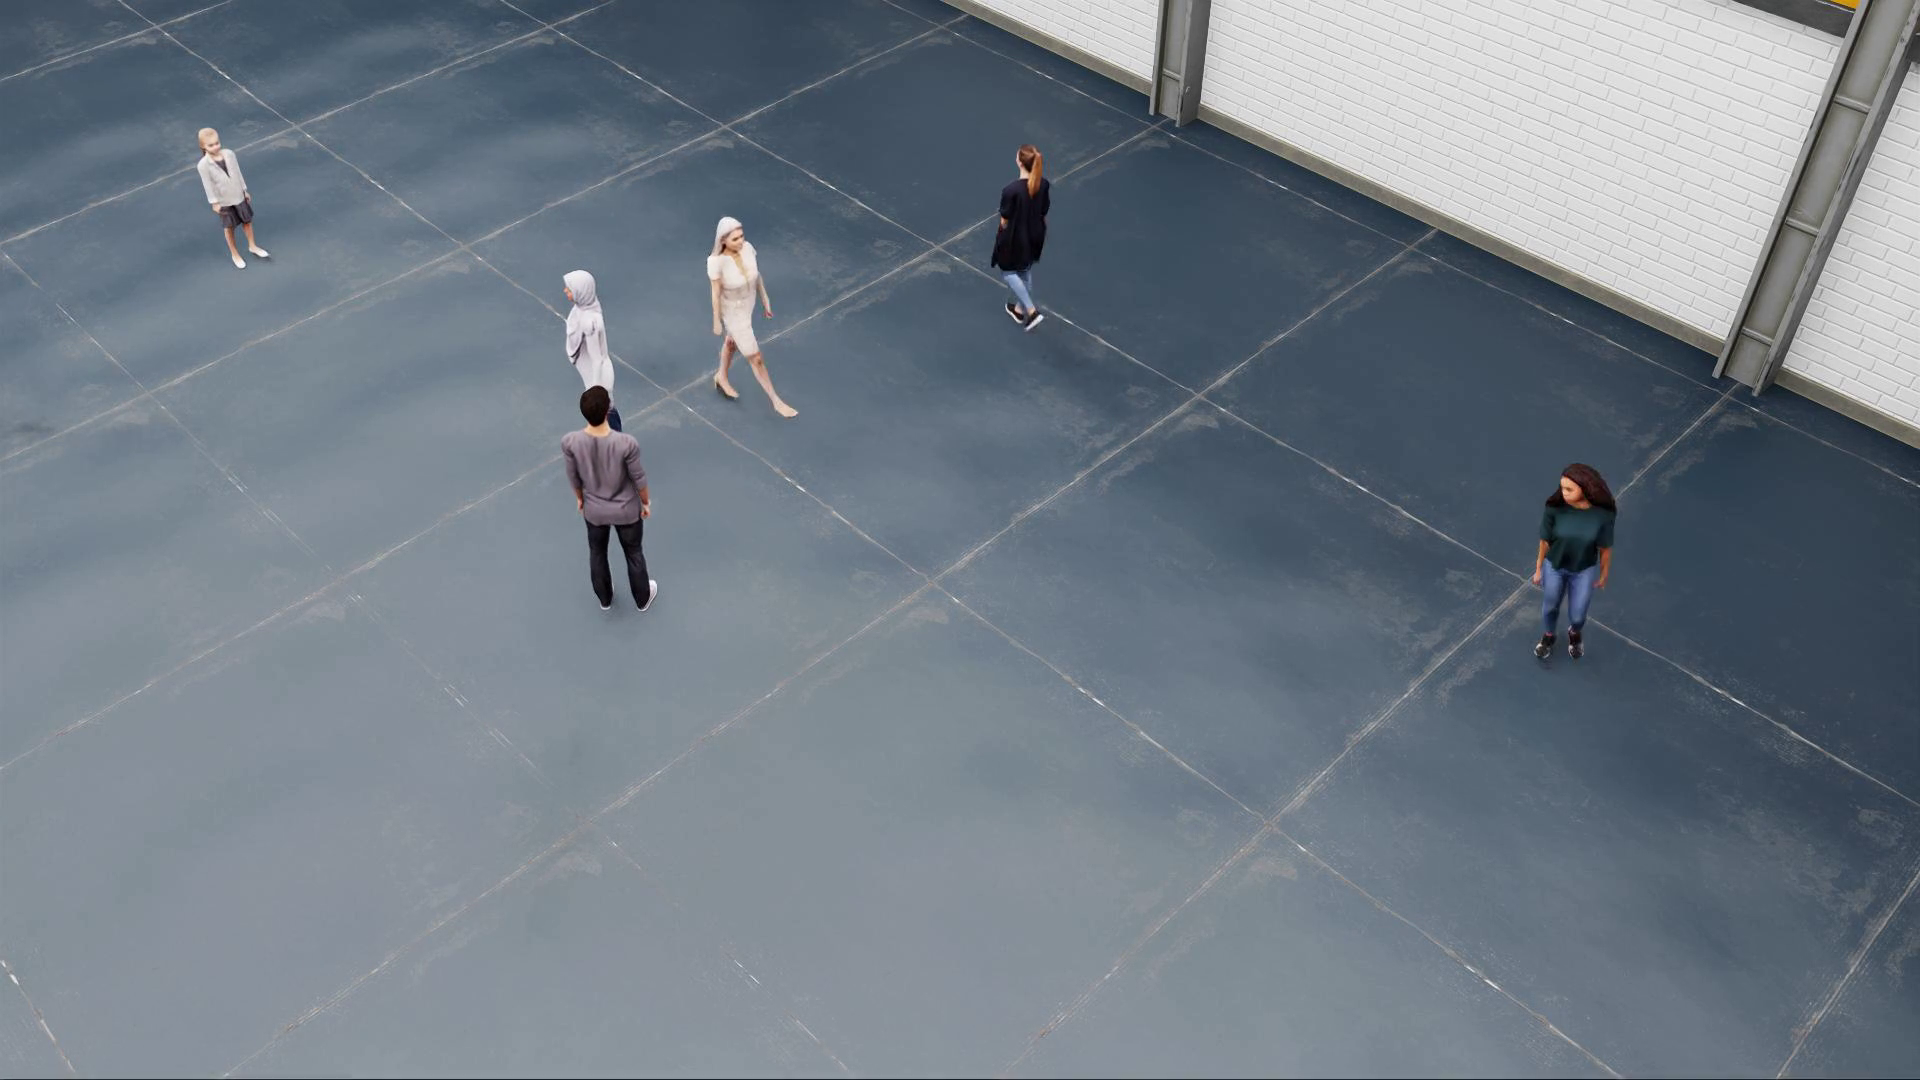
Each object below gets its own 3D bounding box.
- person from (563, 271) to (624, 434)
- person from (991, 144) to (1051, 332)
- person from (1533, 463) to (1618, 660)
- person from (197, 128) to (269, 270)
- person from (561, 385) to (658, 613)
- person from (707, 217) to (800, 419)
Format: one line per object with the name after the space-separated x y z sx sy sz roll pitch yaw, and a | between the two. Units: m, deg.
-2.641 -1.203 12.122 0.760 1.775 0.641 -10 45 -11 | person
0.548 -2.394 13.444 0.756 1.675 0.888 -22 48 -22 | person
3.973 0.175 10.813 0.680 1.585 0.825 8 44 8 | person
-6.310 -2.974 14.343 0.532 1.275 0.523 30 51 28 | person
-2.317 -0.242 11.059 0.720 1.850 0.787 0 44 0 | person
-1.766 -1.738 12.742 1.149 1.694 0.745 25 49 24 | person
